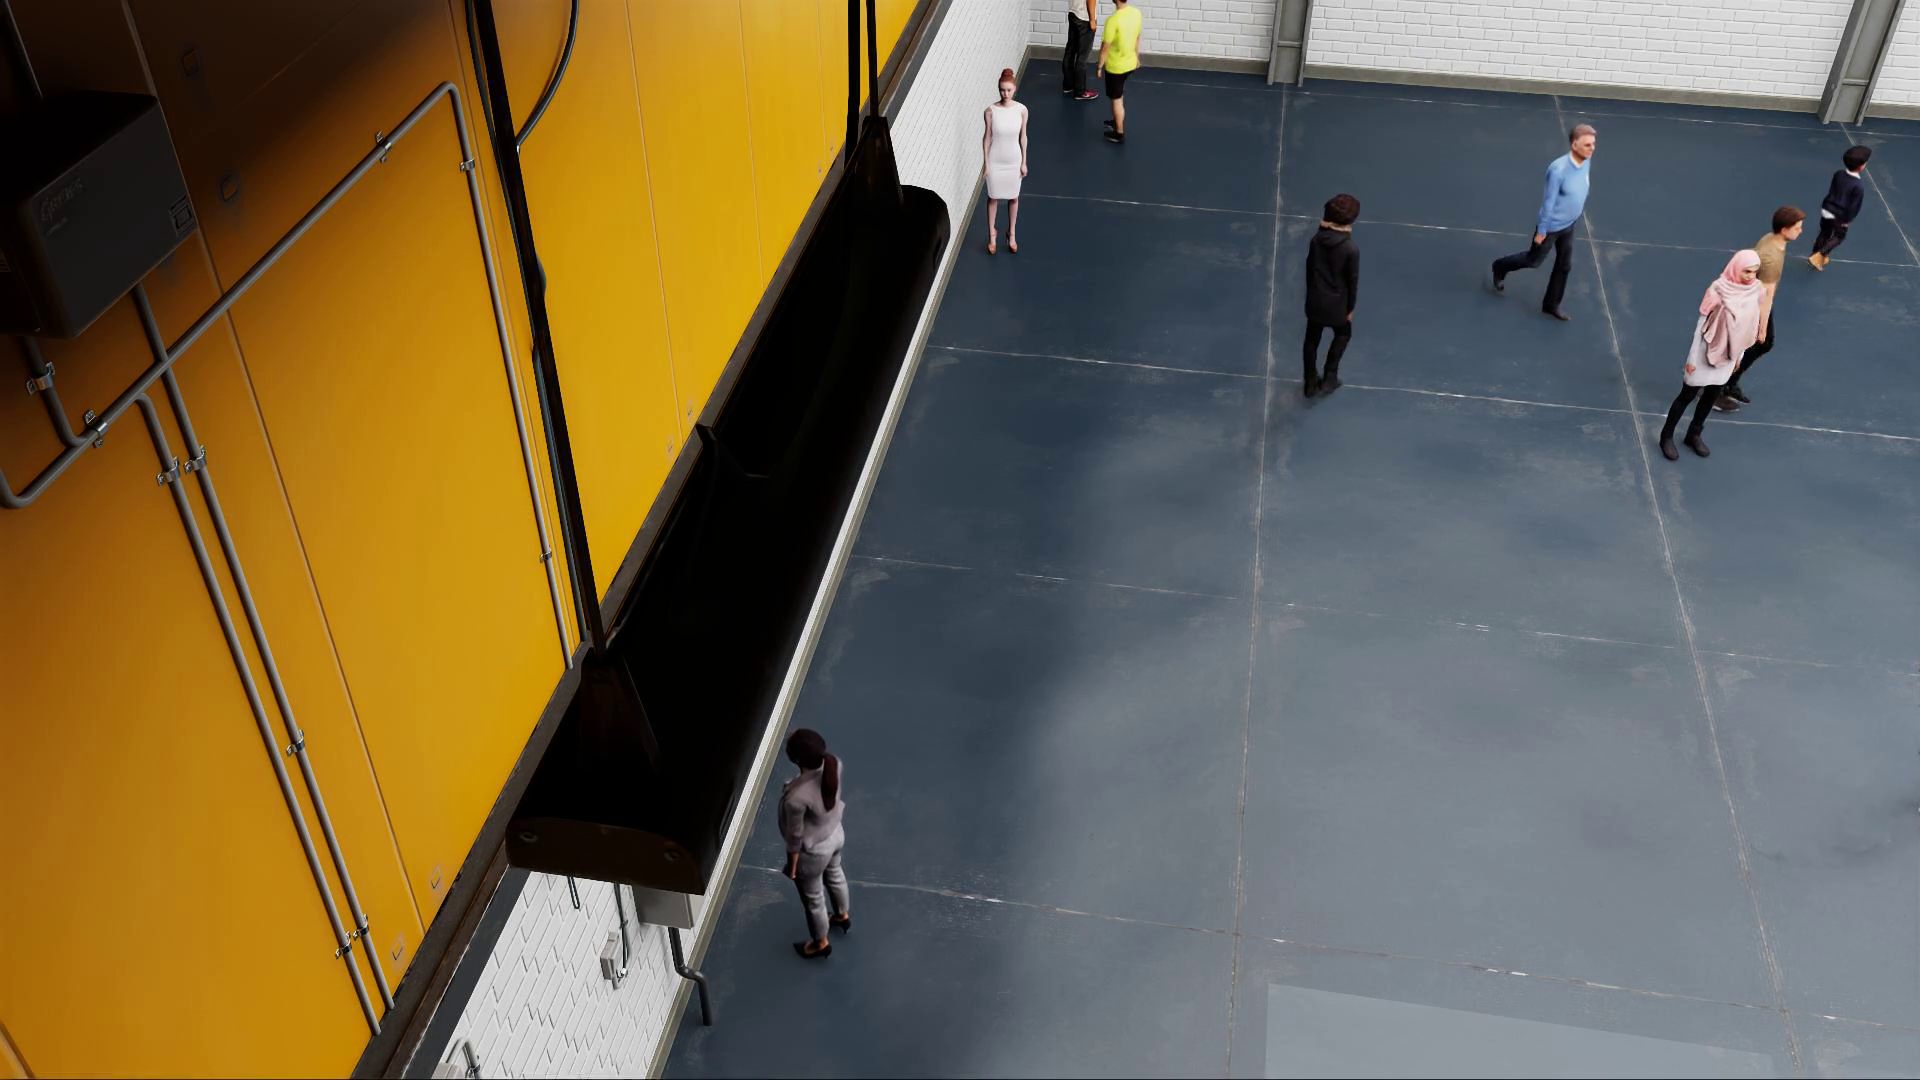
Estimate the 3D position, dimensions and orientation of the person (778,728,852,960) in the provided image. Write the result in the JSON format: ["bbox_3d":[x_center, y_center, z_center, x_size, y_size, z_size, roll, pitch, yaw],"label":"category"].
[{"bbox_3d":[-0.774,1.655,9.021,0.692,1.677,0.697,20,43,23],"label":"person"}]

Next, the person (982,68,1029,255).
[{"bbox_3d":[0.414,-3.473,15.349,0.504,1.793,0.683,-3,39,-4],"label":"person"}]

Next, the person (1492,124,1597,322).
[{"bbox_3d":[5.147,-2.822,14.532,1.097,1.794,1.156,-23,44,-26],"label":"person"}]

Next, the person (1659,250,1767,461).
[{"bbox_3d":[5.787,-1.424,12.777,0.623,1.800,0.753,-6,39,-7],"label":"person"}]

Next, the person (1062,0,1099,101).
[{"bbox_3d":[1.315,-5.732,18.167,0.739,1.804,0.711,-18,42,-21],"label":"person"}]

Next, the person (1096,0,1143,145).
[{"bbox_3d":[1.722,-4.941,17.266,0.805,1.693,0.859,-29,47,-31],"label":"person"}]

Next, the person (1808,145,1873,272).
[{"bbox_3d":[8.016,-3.027,15.252,0.696,1.217,0.634,-15,41,-18],"label":"person"}]

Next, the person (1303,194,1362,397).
[{"bbox_3d":[2.941,-1.908,13.411,0.680,1.765,0.799,25,45,28],"label":"person"}]

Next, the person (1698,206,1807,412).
[{"bbox_3d":[6.236,-1.849,13.274,0.752,1.843,0.776,18,42,21],"label":"person"}]
